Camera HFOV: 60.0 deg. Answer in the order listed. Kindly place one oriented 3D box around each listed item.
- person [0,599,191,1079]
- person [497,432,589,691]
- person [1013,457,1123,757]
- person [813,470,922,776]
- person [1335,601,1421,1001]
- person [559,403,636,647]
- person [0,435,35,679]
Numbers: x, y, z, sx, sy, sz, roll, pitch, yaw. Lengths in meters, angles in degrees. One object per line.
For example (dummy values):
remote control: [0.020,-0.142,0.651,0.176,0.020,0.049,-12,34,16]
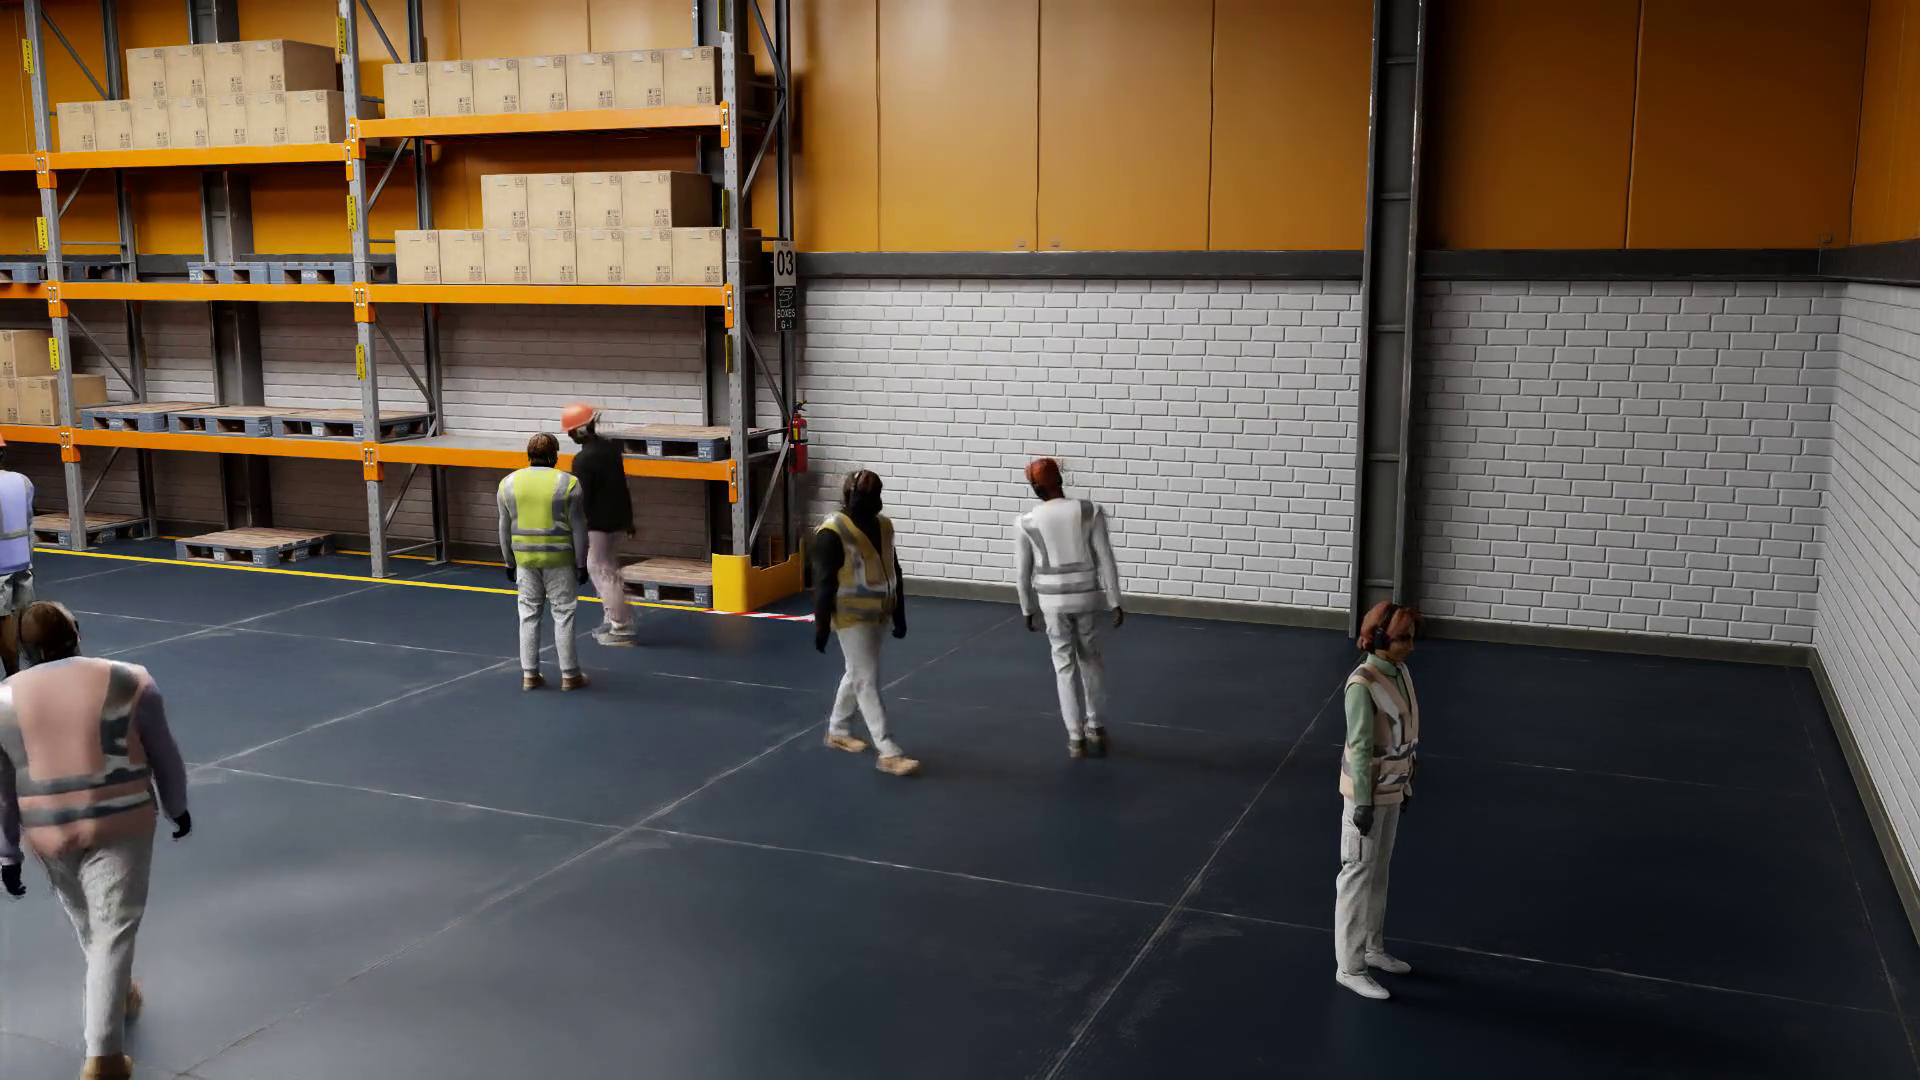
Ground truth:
person: [-3.297,1.101,6.280,0.644,1.777,0.987,-2,10,-13]
person: [-2.931,0.155,11.807,0.633,1.842,0.429,1,9,6]
person: [0.661,0.400,10.332,0.664,1.833,0.598,0,9,-2]
person: [-0.547,0.474,10.027,0.875,1.799,0.649,7,11,35]
person: [1.736,1.061,6.927,0.309,1.640,0.511,6,11,32]
person: [-2.851,-0.112,13.099,0.593,1.945,0.696,3,10,16]
person: [-6.590,0.177,11.406,0.377,1.926,0.551,1,9,8]
